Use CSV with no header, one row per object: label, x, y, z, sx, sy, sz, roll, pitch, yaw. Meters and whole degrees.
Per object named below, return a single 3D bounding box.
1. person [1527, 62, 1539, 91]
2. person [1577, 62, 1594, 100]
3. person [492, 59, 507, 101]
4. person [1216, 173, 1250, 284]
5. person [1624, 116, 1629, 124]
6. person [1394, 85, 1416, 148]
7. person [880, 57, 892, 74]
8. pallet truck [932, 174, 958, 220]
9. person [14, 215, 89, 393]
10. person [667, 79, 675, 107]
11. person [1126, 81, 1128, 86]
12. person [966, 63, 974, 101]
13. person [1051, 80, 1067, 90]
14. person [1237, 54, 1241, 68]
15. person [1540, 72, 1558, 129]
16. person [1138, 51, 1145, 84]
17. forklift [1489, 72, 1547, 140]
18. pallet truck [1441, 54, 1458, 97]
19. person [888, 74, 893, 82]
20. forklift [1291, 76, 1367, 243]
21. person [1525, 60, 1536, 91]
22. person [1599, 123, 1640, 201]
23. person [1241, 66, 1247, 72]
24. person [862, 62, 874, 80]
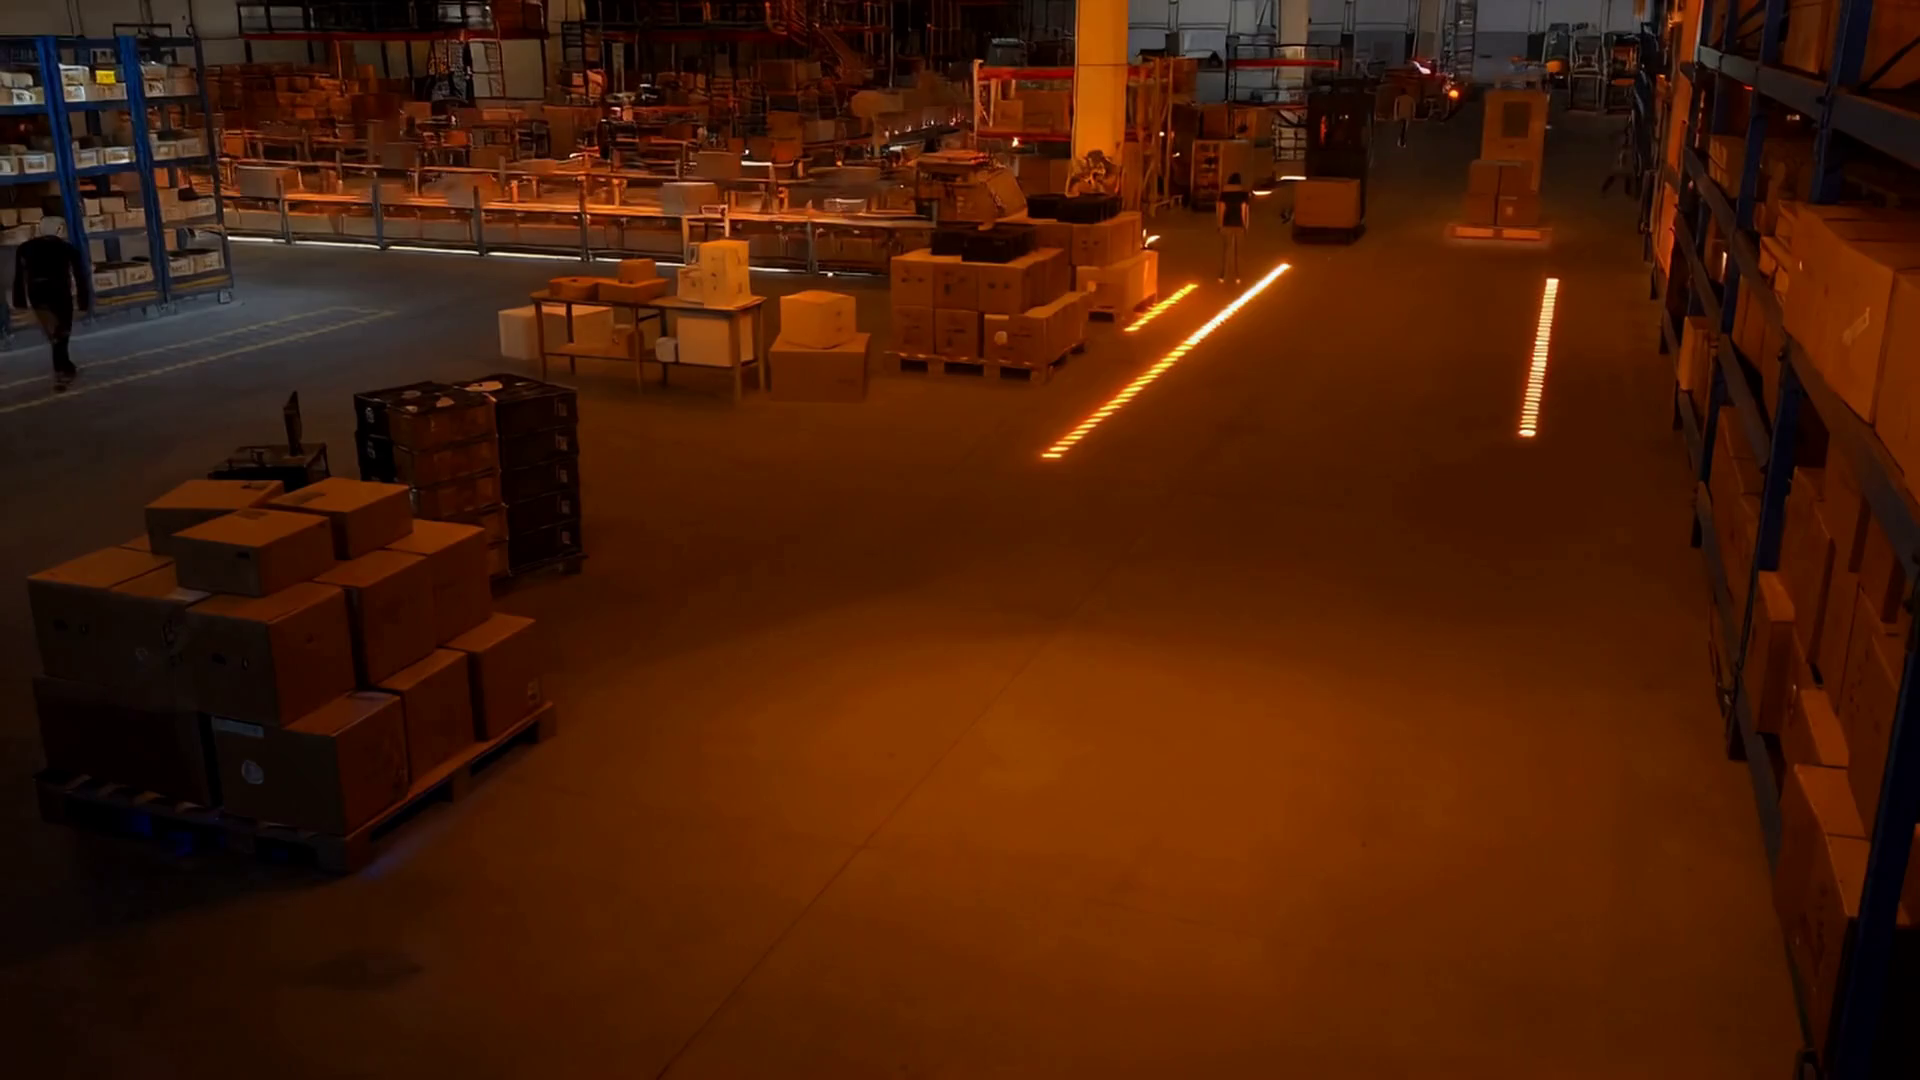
person,25.371,-20.266,73.716,0.531,1.722,0.882,9,20,25
person,28.270,-20.663,74.990,0.847,1.709,0.493,5,18,17
person,-20.748,-20.673,74.785,0.791,1.860,0.578,7,19,20
person,4.041,-4.623,24.704,0.498,1.633,0.285,3,18,9
person,24.254,-15.758,59.280,0.978,1.895,0.561,5,18,16
person,13.270,-12.635,49.631,0.614,1.790,0.896,4,18,13
person,-3.566,-22.406,80.317,0.619,1.802,0.953,1,18,3
pallet truck,-0.507,-5.292,27.348,0.653,1.274,1.630,6,19,19
person,-9.715,-2.538,17.849,0.679,1.827,1.023,-2,18,-5
person,-9.583,-14.431,55.309,0.310,1.768,0.533,-2,18,-6
person,5.713,-15.570,58.442,0.539,2.000,0.684,7,19,21
person,0.412,-18.744,68.718,0.400,1.854,0.506,5,18,14
person,4.972,-23.422,83.371,0.976,1.901,0.631,15,23,39
person,13.585,-22.884,81.630,0.416,1.911,0.602,3,18,9
person,20.315,-15.123,57.225,0.396,1.923,0.583,2,18,5
person,10.049,-26.075,91.635,0.585,1.922,0.407,-14,22,-37
forklift,10.353,-7.321,31.157,1.129,2.768,1.873,6,19,19
pallet truck,22.765,-21.886,78.355,0.823,1.965,1.885,-4,18,-14
person,-2.457,-14.984,56.918,0.446,1.849,0.566,-9,20,-27
forklift,6.598,-6.755,29.381,1.129,2.768,1.873,6,19,19
person,27.115,-21.964,79.084,0.538,1.700,0.317,12,21,33
person,14.086,-8.038,35.415,0.793,1.649,0.561,11,21,31
person,12.545,-20.478,74.210,0.520,1.827,0.637,0,18,2
person,-3.576,-17.365,64.077,0.391,2.040,0.615,16,23,40
